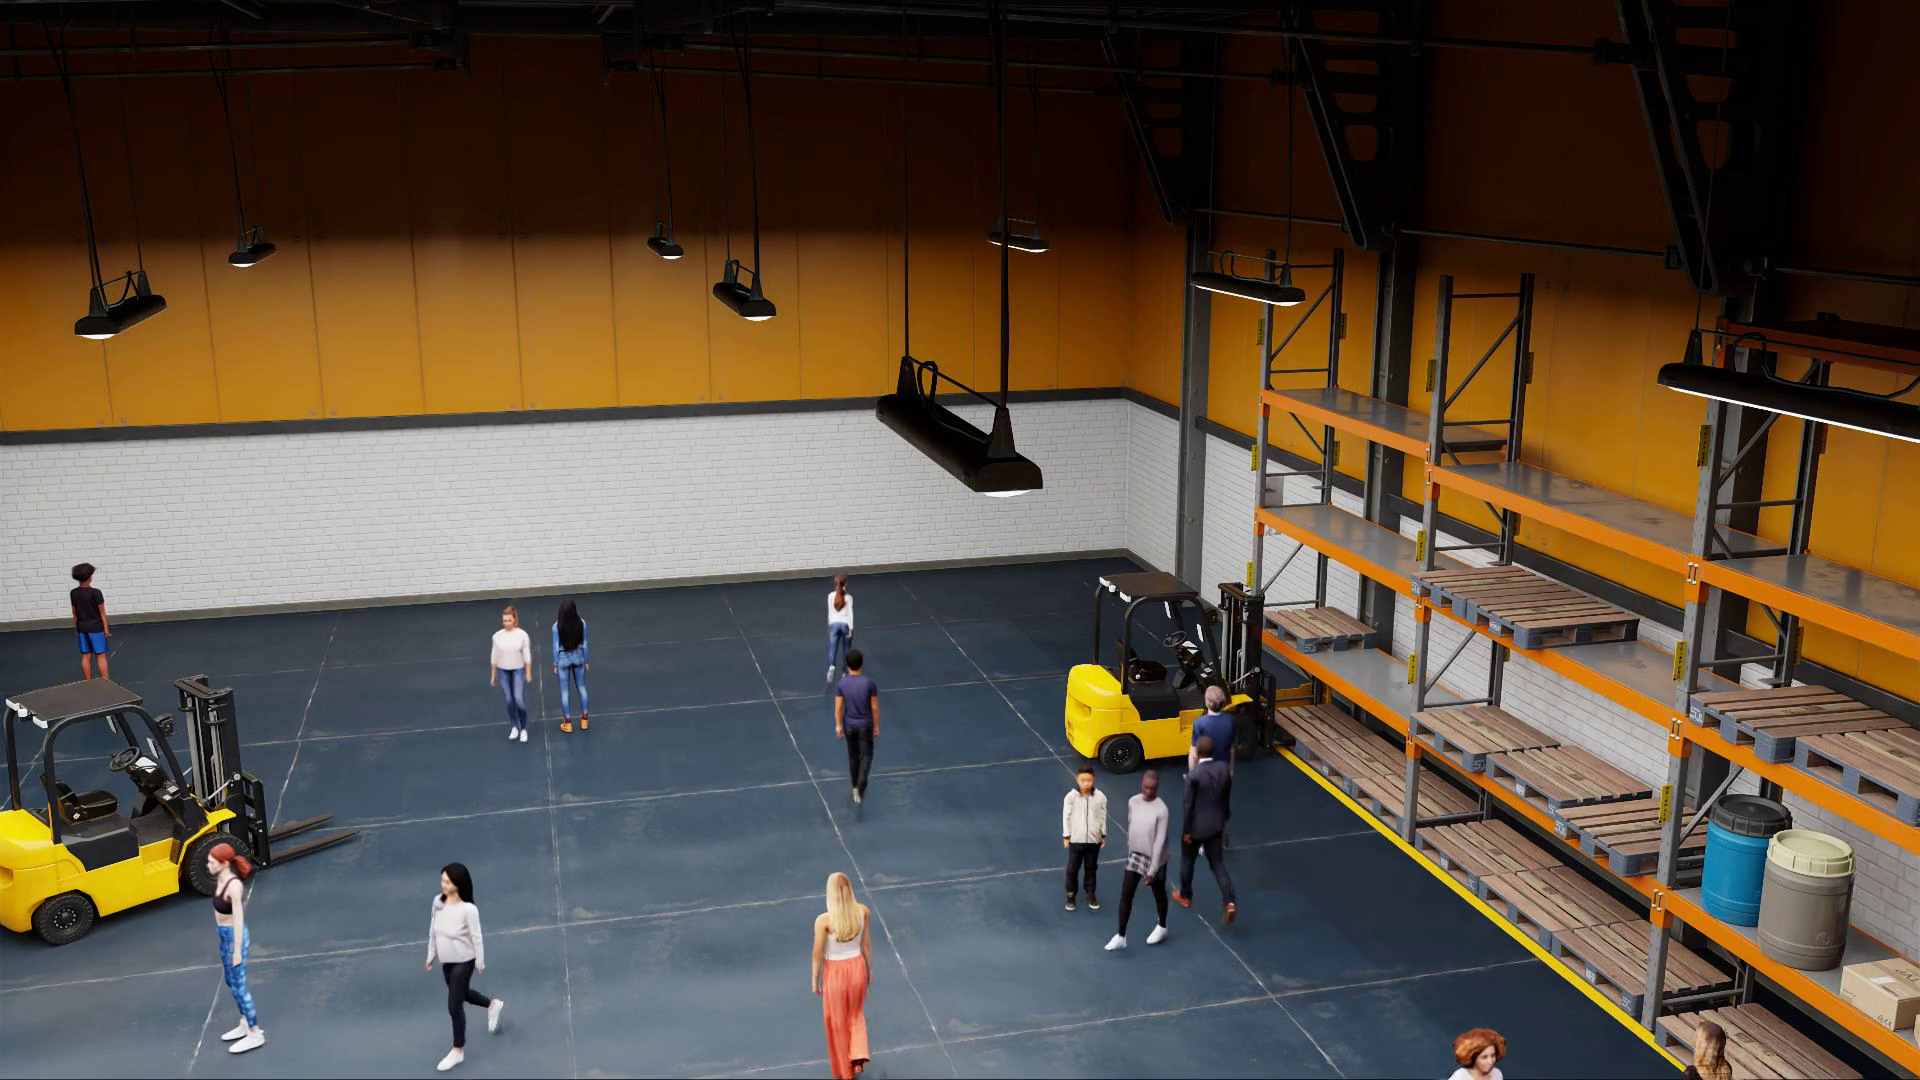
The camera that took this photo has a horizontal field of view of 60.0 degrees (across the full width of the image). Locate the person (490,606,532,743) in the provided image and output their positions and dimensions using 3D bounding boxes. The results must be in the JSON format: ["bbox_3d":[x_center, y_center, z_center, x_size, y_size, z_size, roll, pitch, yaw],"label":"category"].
[{"bbox_3d":[-5.559,1.644,20.687,0.711,1.709,0.737,0,14,2],"label":"person"}]

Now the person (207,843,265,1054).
[{"bbox_3d":[-5.935,3.322,13.613,0.717,1.777,0.616,-11,18,-39],"label":"person"}]

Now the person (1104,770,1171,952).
[{"bbox_3d":[1.797,2.925,15.337,1.040,1.738,1.023,12,18,40],"label":"person"}]

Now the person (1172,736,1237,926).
[{"bbox_3d":[2.375,2.771,15.840,0.822,1.800,1.193,-6,15,-23],"label":"person"}]

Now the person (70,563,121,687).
[{"bbox_3d":[-11.713,1.186,22.400,0.675,1.794,0.670,1,14,4],"label":"person"}]

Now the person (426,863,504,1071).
[{"bbox_3d":[-4.017,3.392,13.539,1.037,1.676,1.081,8,16,30],"label":"person"}]

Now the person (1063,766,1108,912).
[{"bbox_3d":[1.208,2.873,16.154,0.603,1.453,0.523,-2,14,-8],"label":"person"}]

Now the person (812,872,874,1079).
[{"bbox_3d":[-0.867,3.472,12.969,0.708,1.790,0.787,-6,15,-24],"label":"person"}]

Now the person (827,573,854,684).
[{"bbox_3d":[-1.666,1.227,22.776,0.736,1.537,0.993,2,14,7],"label":"person"}]

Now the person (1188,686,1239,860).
[{"bbox_3d":[2.648,2.423,17.139,0.684,1.865,0.642,-4,14,-17],"label":"person"}]

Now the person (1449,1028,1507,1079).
[{"bbox_3d":[3.333,3.986,11.054,0.640,1.692,0.693,-4,14,-15],"label":"person"}]

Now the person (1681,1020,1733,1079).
[{"bbox_3d":[4.935,4.008,11.029,0.664,1.661,0.863,-7,15,-25],"label":"person"}]

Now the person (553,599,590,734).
[{"bbox_3d":[-4.906,1.569,20.990,0.655,1.713,0.593,-7,15,-28],"label":"person"}]

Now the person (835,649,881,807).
[{"bbox_3d":[-1.143,2.117,18.598,0.881,1.773,1.125,1,14,4],"label":"person"}]
